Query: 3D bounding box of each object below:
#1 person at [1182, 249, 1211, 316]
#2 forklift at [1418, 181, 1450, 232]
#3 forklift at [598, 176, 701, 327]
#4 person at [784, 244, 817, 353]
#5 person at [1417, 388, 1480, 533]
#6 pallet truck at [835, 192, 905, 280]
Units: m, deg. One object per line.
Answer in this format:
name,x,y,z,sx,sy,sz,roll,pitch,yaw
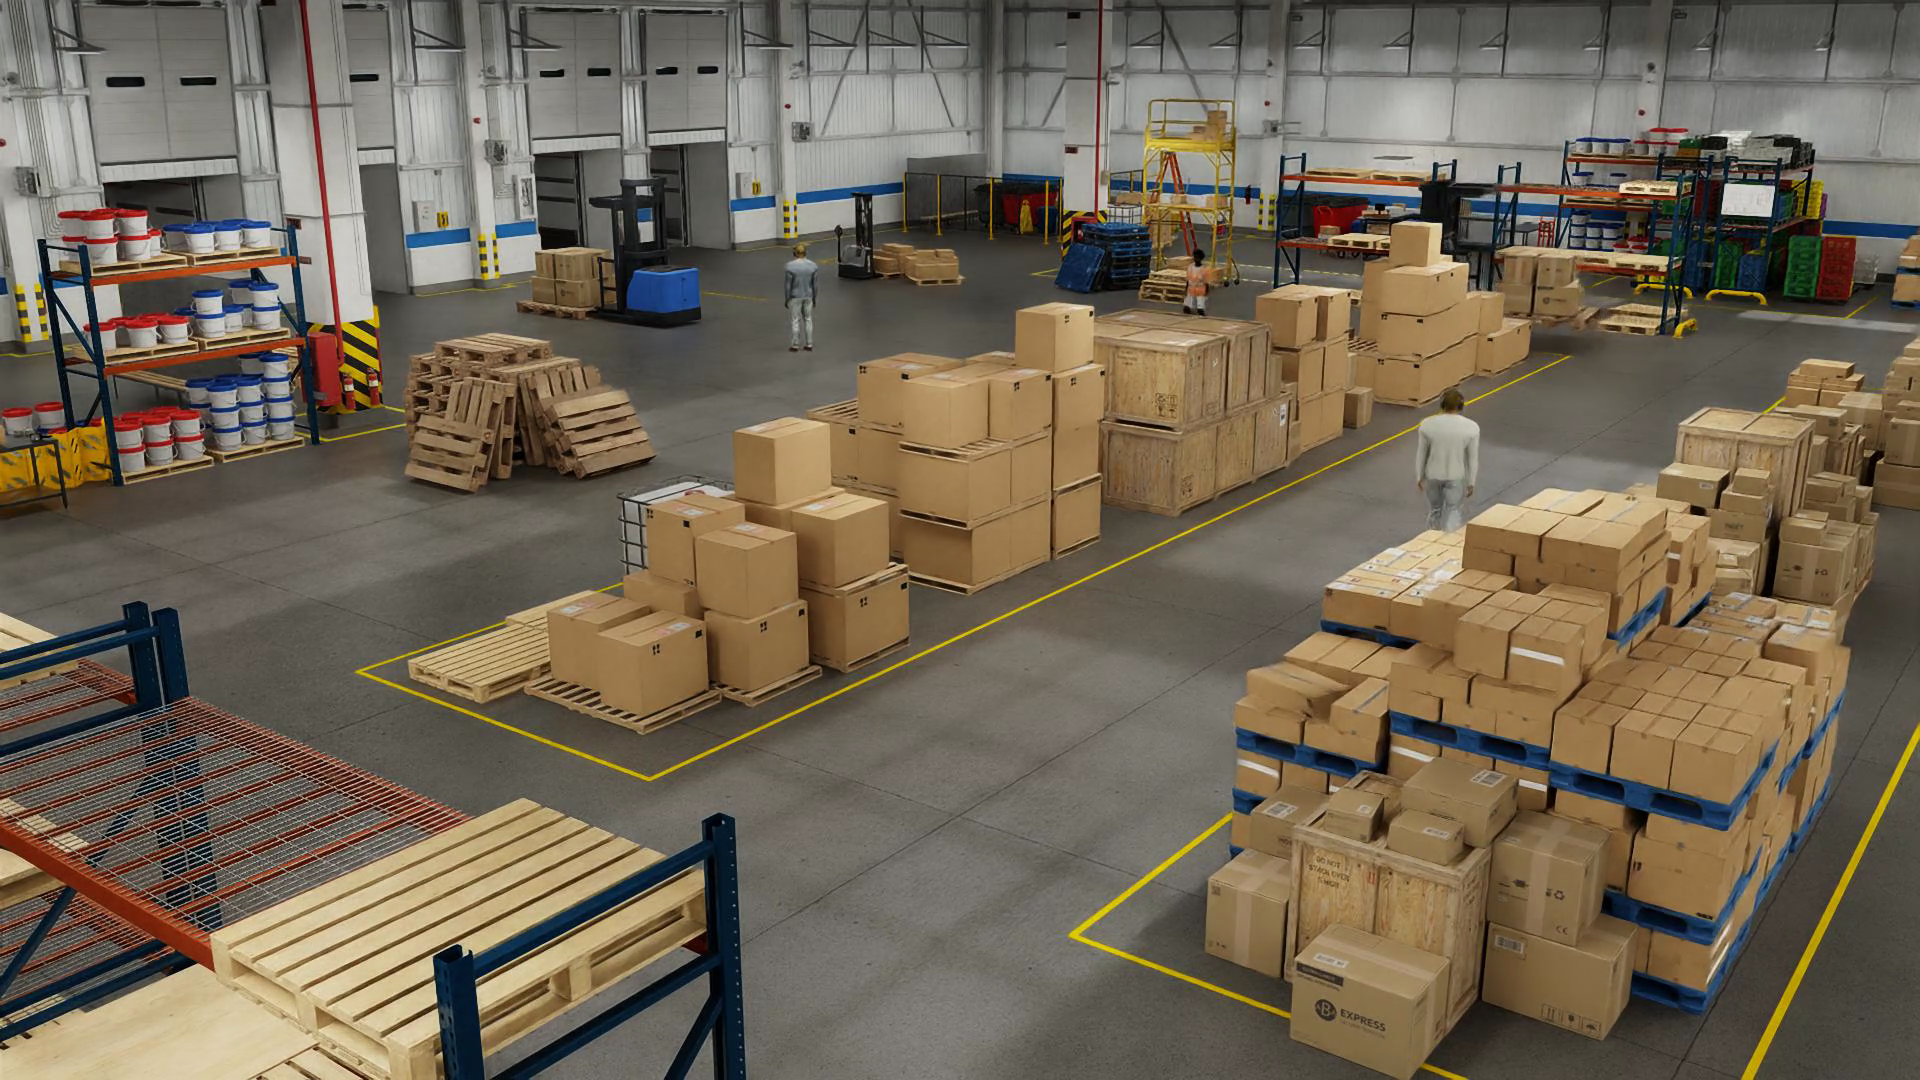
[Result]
person,4.374,-4.552,30.872,0.559,1.677,0.489,13,21,37
forklift,8.889,-5.363,31.534,1.873,2.768,1.129,9,19,29
forklift,-6.138,-5.705,32.666,1.873,2.768,1.129,12,21,35
person,-2.837,-4.310,29.673,0.634,1.930,0.384,-9,19,-28
person,5.118,-0.642,17.549,0.630,1.922,0.571,5,18,16
pallet truck,-1.936,-7.159,38.982,1.885,1.965,0.823,-12,21,-34
